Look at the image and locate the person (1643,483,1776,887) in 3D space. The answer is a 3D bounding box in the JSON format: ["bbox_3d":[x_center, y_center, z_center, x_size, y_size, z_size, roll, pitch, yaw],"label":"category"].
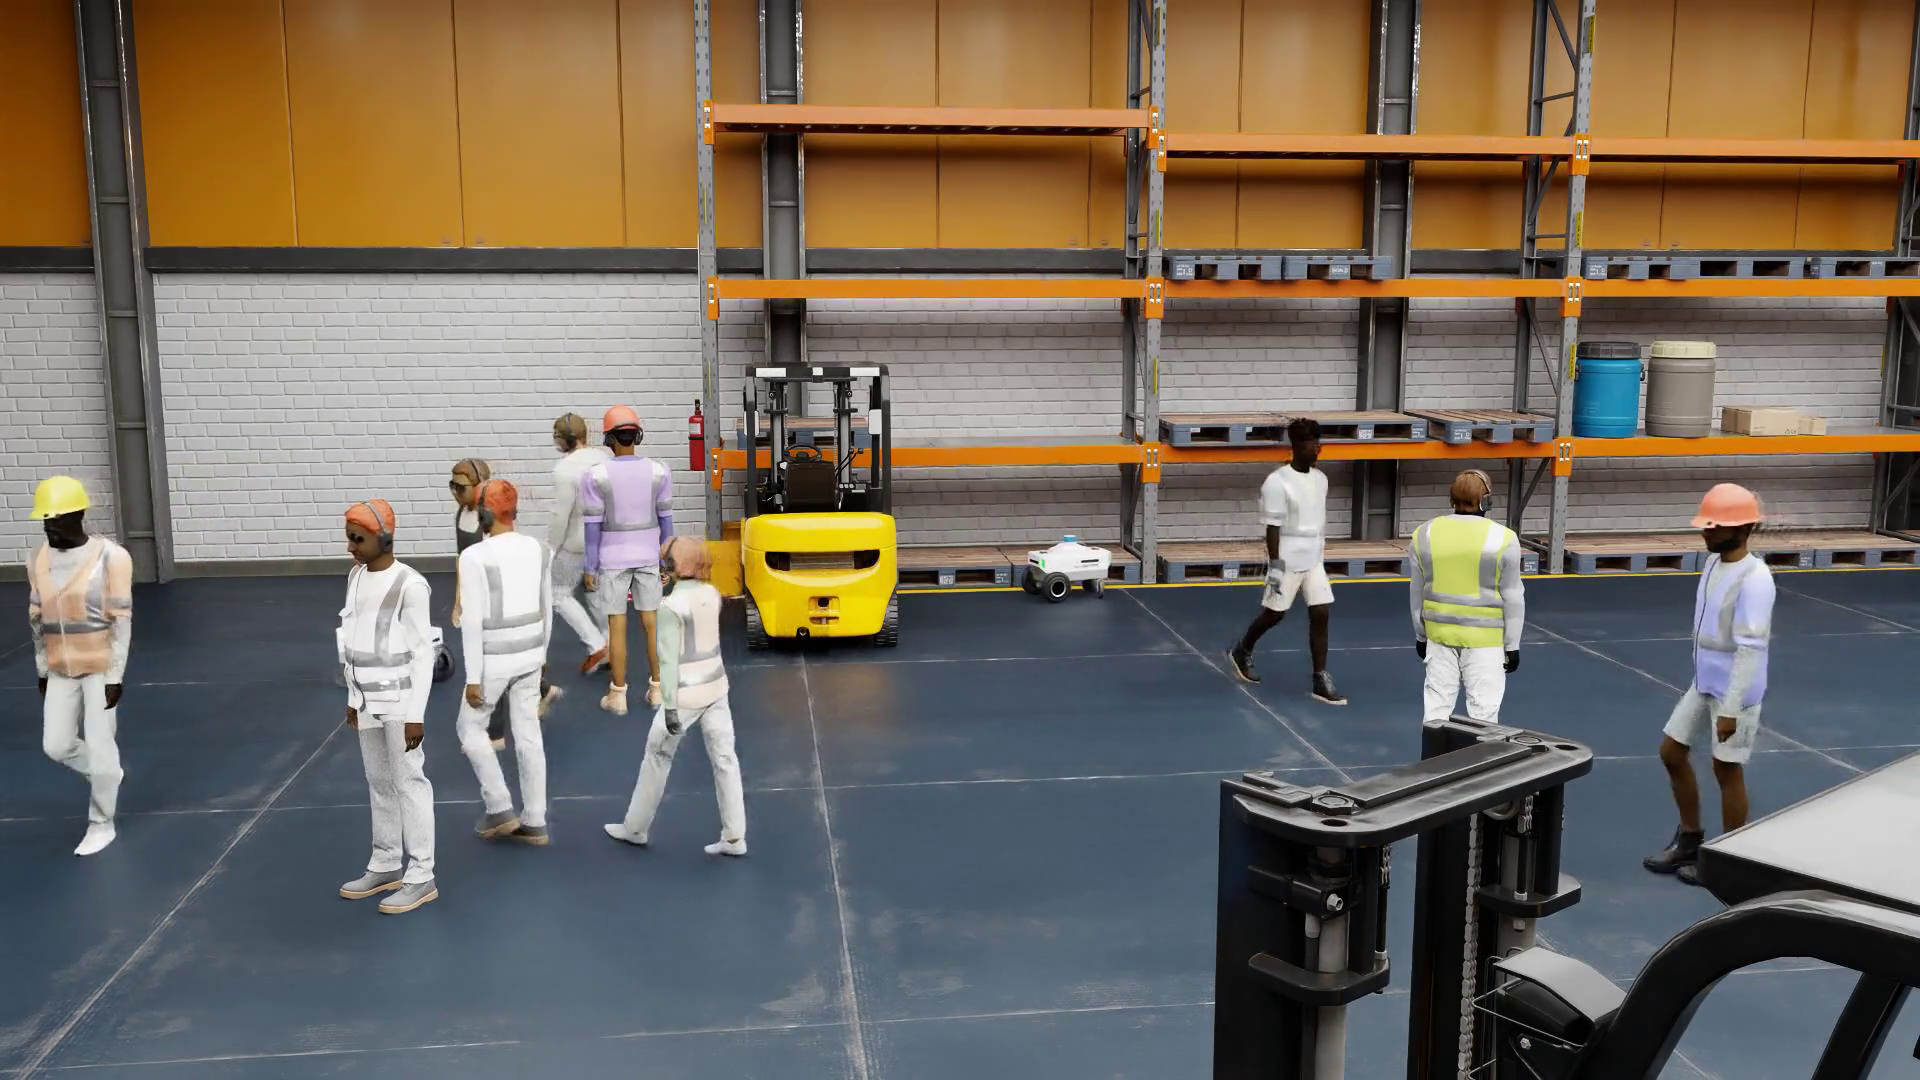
[{"bbox_3d":[3.471,0.691,7.756,0.540,1.923,0.580,0,9,0],"label":"person"}]

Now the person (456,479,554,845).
[{"bbox_3d":[-2.314,0.618,8.394,0.540,1.865,0.607,7,11,37],"label":"person"}]

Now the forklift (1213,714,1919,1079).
[{"bbox_3d":[1.441,1.425,2.350,1.214,2.155,2.313,-7,12,-39],"label":"forklift"}]

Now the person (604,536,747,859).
[{"bbox_3d":[-1.405,0.774,8.259,0.857,1.593,0.524,5,10,27],"label":"person"}]

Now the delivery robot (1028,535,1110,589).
[{"bbox_3d":[0.974,0.198,14.818,0.707,0.478,0.477,-4,10,-23],"label":"delivery robot"}]

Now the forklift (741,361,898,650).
[{"bbox_3d":[-1.154,-0.340,13.365,1.214,2.155,2.313,-1,9,-7],"label":"forklift"}]

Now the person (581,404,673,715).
[{"bbox_3d":[-2.186,0.127,10.932,0.607,2.040,0.378,-5,10,-28],"label":"person"}]

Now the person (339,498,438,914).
[{"bbox_3d":[-2.611,0.743,7.562,0.573,1.887,0.355,7,12,39],"label":"person"}]

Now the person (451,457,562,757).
[{"bbox_3d":[-2.754,0.373,10.105,0.697,1.816,0.527,-9,13,-44],"label":"person"}]

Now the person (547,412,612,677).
[{"bbox_3d":[-2.678,0.053,11.776,0.463,1.914,0.643,3,10,18],"label":"person"}]

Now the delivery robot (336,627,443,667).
[{"bbox_3d":[-3.980,0.713,11.601,0.707,0.478,0.477,3,10,19],"label":"delivery robot"}]

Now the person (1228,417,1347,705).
[{"bbox_3d":[2.252,0.112,11.380,0.616,1.936,0.949,-6,11,-34],"label":"person"}]

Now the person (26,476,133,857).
[{"bbox_3d":[-4.371,0.611,8.347,0.585,1.907,0.528,1,9,9],"label":"person"}]

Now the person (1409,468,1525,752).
[{"bbox_3d":[2.748,0.532,9.018,0.626,1.846,0.429,7,12,38],"label":"person"}]
